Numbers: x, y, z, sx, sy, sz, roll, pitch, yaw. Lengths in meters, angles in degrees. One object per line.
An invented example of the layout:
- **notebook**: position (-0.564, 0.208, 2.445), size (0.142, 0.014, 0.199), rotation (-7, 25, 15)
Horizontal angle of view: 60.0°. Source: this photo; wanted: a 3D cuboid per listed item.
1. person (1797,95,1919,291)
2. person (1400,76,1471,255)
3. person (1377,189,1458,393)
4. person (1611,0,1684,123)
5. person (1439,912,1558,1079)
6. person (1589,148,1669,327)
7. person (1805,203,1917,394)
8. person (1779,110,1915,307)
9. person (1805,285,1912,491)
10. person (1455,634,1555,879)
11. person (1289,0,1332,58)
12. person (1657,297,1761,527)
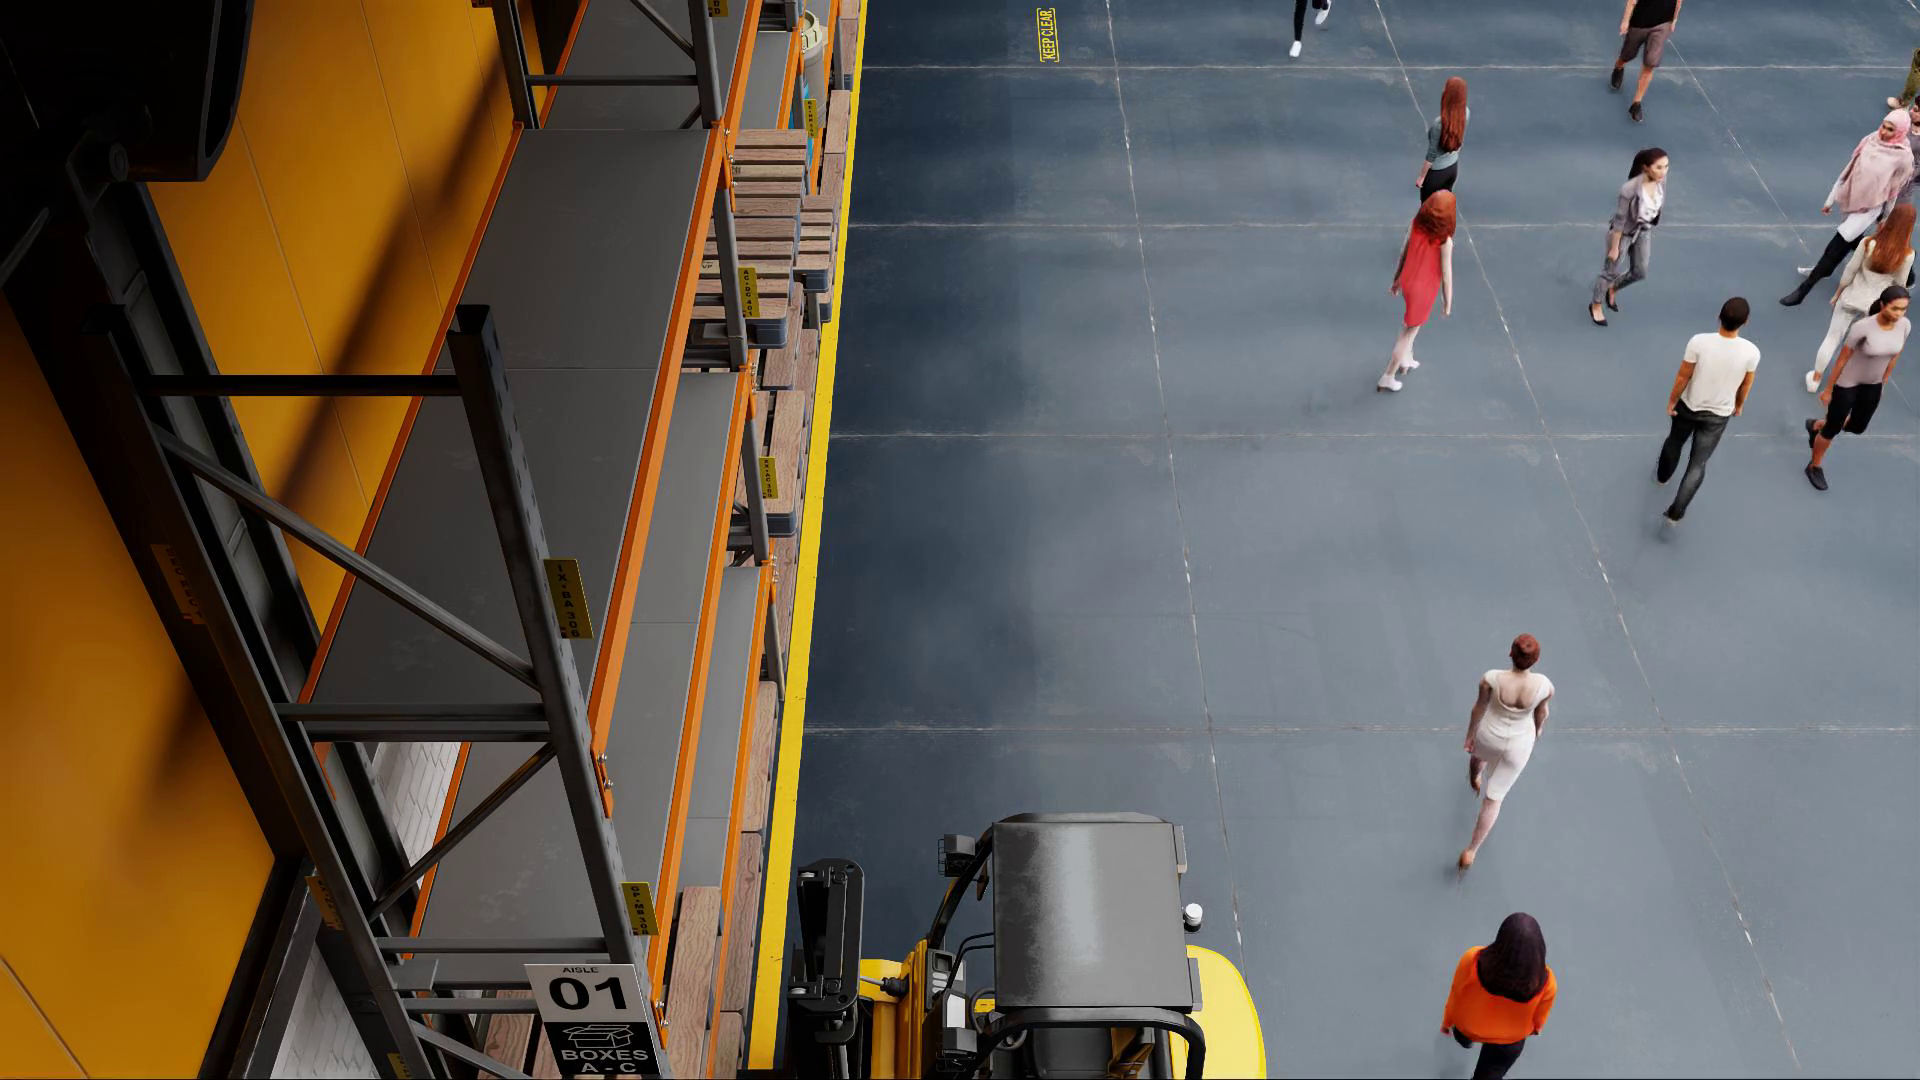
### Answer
- **person**: position (7.886, -2.835, 13.902), size (0.854, 1.814, 1.131), rotation (7, 44, 7)
- **person**: position (4.117, -3.161, 14.297), size (0.669, 1.742, 0.690), rotation (-24, 48, -23)
- **person**: position (3.476, -1.881, 12.907), size (0.870, 1.807, 0.827), rotation (-22, 48, -22)
- **person**: position (6.754, -5.125, 16.291), size (0.818, 1.834, 1.205), rotation (7, 44, 7)
- **person**: position (2.637, 2.530, 8.351), size (0.949, 1.703, 1.198), rotation (18, 47, 18)
- **person**: position (5.444, -2.527, 13.686), size (0.719, 1.665, 0.719), rotation (-17, 46, -17)
- **person**: position (7.032, -1.850, 12.943), size (0.692, 1.711, 0.710), rotation (24, 49, 23)
- **person**: position (7.573, -2.775, 13.888), size (1.069, 1.747, 1.279), rotation (-18, 46, -18)
- **person**: position (6.546, -1.187, 12.230), size (0.660, 1.734, 0.816), rotation (-4, 44, -4)
- **person**: position (3.126, 1.266, 9.650), size (0.860, 1.742, 1.160), rotation (14, 45, 15)
- **person**: position (3.702, -5.928, 17.216), size (0.911, 1.721, 1.129), rotation (21, 47, 20)
- **person**: position (5.307, -0.894, 11.893), size (0.993, 1.775, 1.222), rotation (19, 47, 19)
